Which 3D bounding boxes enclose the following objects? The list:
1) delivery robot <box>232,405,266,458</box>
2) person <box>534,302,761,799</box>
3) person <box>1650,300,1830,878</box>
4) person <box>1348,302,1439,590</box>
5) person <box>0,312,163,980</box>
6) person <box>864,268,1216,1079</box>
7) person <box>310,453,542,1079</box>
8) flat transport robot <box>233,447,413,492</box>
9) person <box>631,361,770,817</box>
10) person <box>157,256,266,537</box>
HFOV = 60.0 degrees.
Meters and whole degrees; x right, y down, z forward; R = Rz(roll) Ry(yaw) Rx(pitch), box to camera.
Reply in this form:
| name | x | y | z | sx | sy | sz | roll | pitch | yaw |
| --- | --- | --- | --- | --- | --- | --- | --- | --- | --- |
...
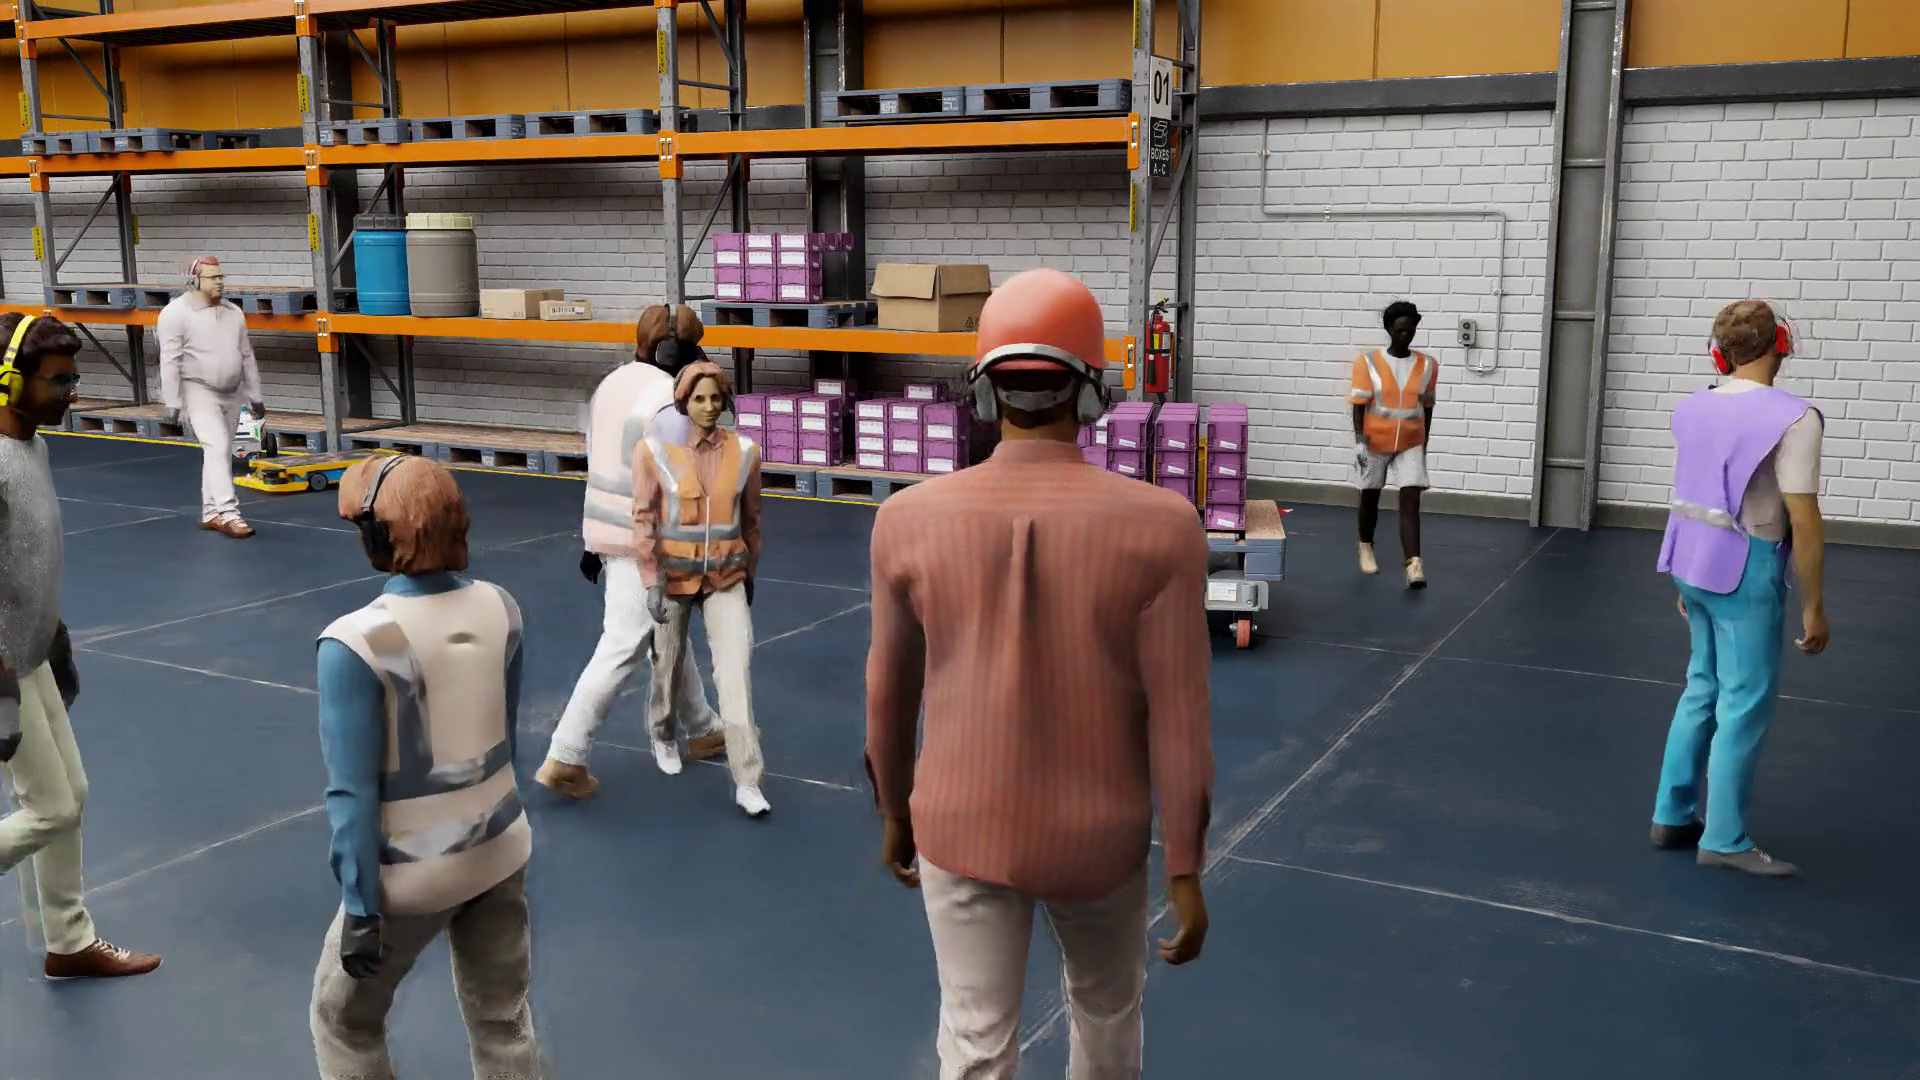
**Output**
| name | x | y | z | sx | sy | sz | roll | pitch | yaw |
| --- | --- | --- | --- | --- | --- | --- | --- | --- | --- |
| delivery robot | -6.268 | -0.937 | 14.525 | 0.477 | 0.478 | 0.707 | -3 | 11 | -18 |
| person | -1.203 | 0.029 | 6.132 | 0.971 | 1.792 | 0.665 | -7 | 13 | -34 |
| person | 2.441 | 0.169 | 5.262 | 0.407 | 1.823 | 0.610 | -2 | 10 | -9 |
| person | 2.517 | -0.558 | 9.686 | 0.536 | 1.648 | 0.887 | 0 | 10 | 1 |
| person | -2.515 | 0.333 | 4.306 | 0.606 | 1.844 | 0.602 | -4 | 11 | -19 |
| person | 0.156 | 0.493 | 3.083 | 0.652 | 1.957 | 0.895 | 2 | 11 | 12 |
| person | -1.087 | 0.635 | 3.249 | 0.630 | 1.617 | 0.539 | 5 | 12 | 27 |
| flat transport robot | -5.127 | -0.590 | 13.660 | 0.652 | 0.197 | 1.431 | 9 | 14 | 41 |
| person | -0.953 | 0.147 | 6.019 | 0.512 | 1.589 | 0.899 | -5 | 11 | -24 |
| person | -4.943 | -0.956 | 11.226 | 0.785 | 1.881 | 0.673 | 4 | 11 | 23 |
